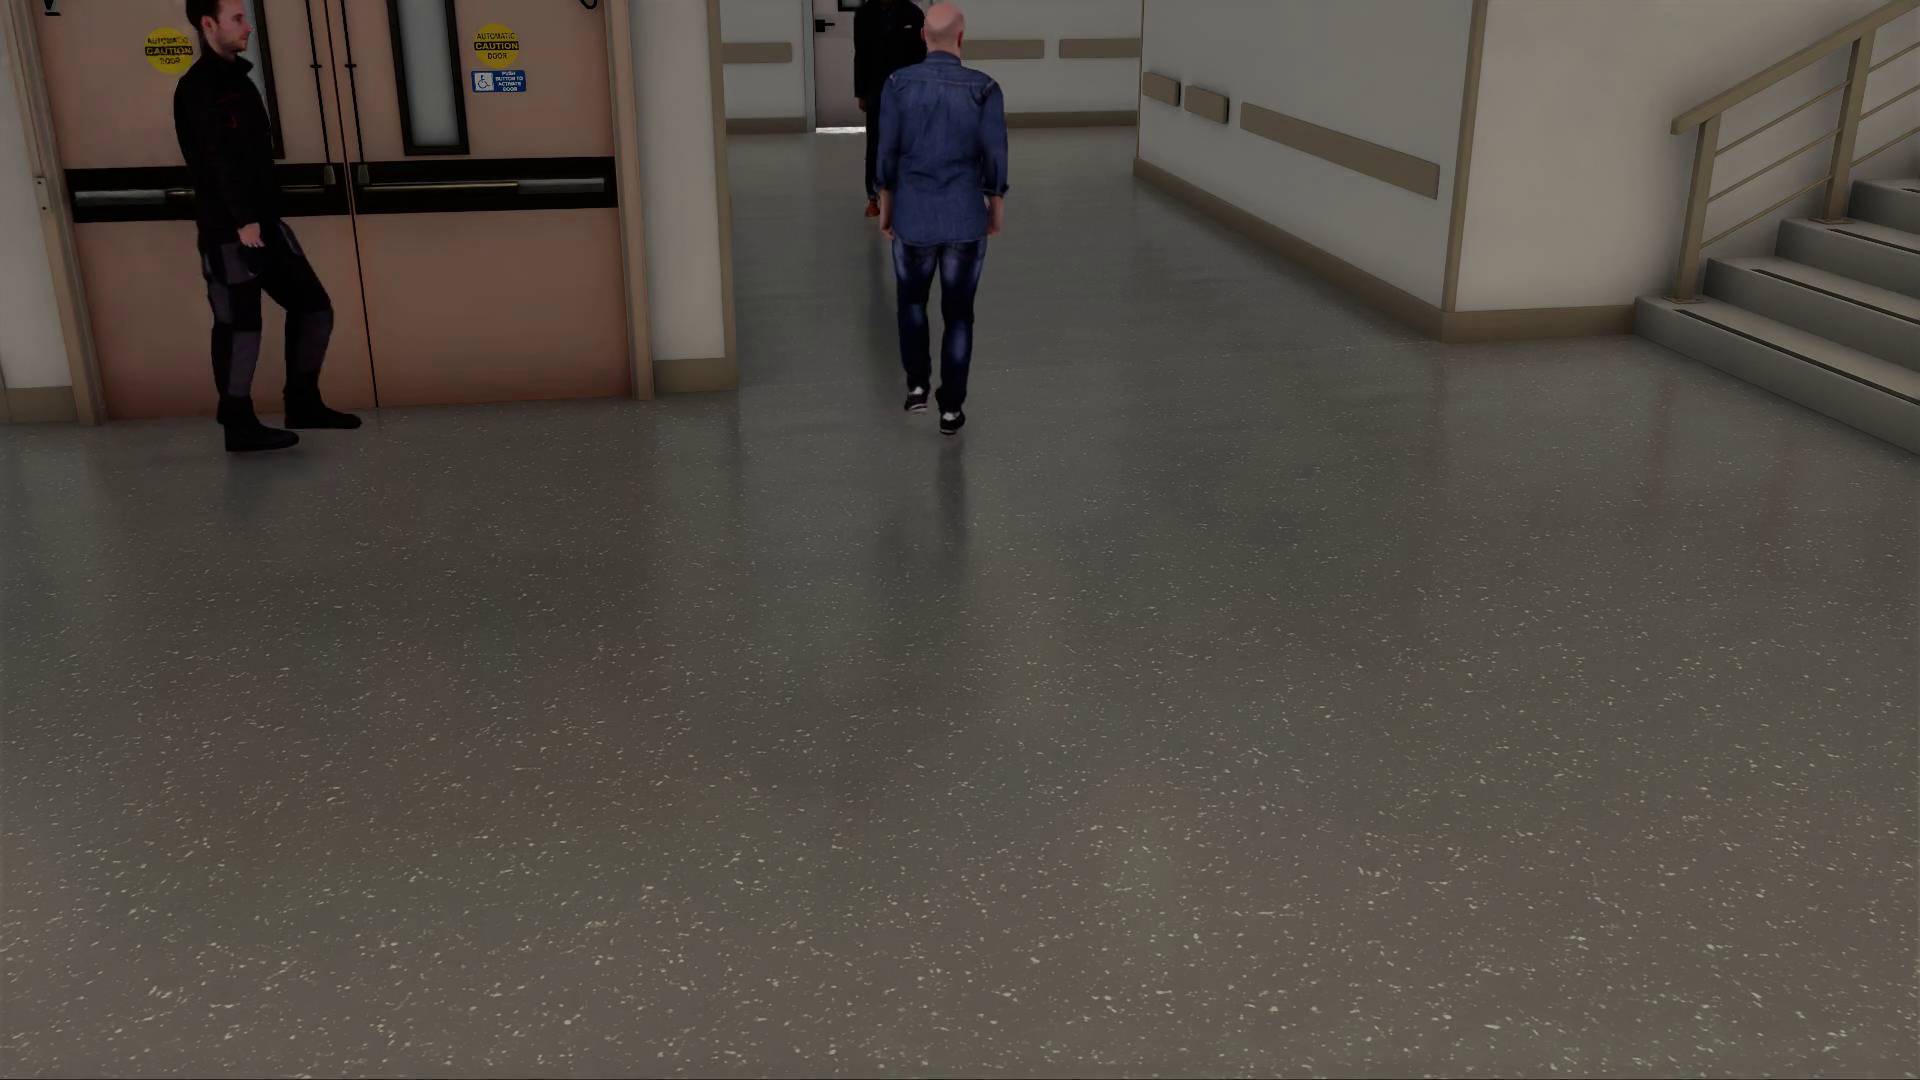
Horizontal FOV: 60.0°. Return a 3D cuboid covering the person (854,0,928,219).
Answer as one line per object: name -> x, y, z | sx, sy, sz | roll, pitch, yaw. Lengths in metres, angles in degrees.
person -> -0.482, -3.308, 12.333 | 0.928, 1.792, 0.880 | 0, 21, 1

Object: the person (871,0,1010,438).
person -> -0.092, -1.302, 7.019 | 0.698, 1.804, 0.869 | 2, 21, 4

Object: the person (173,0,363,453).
person -> -3.019, -1.275, 6.824 | 0.823, 1.892, 0.775 | 2, 21, 4
